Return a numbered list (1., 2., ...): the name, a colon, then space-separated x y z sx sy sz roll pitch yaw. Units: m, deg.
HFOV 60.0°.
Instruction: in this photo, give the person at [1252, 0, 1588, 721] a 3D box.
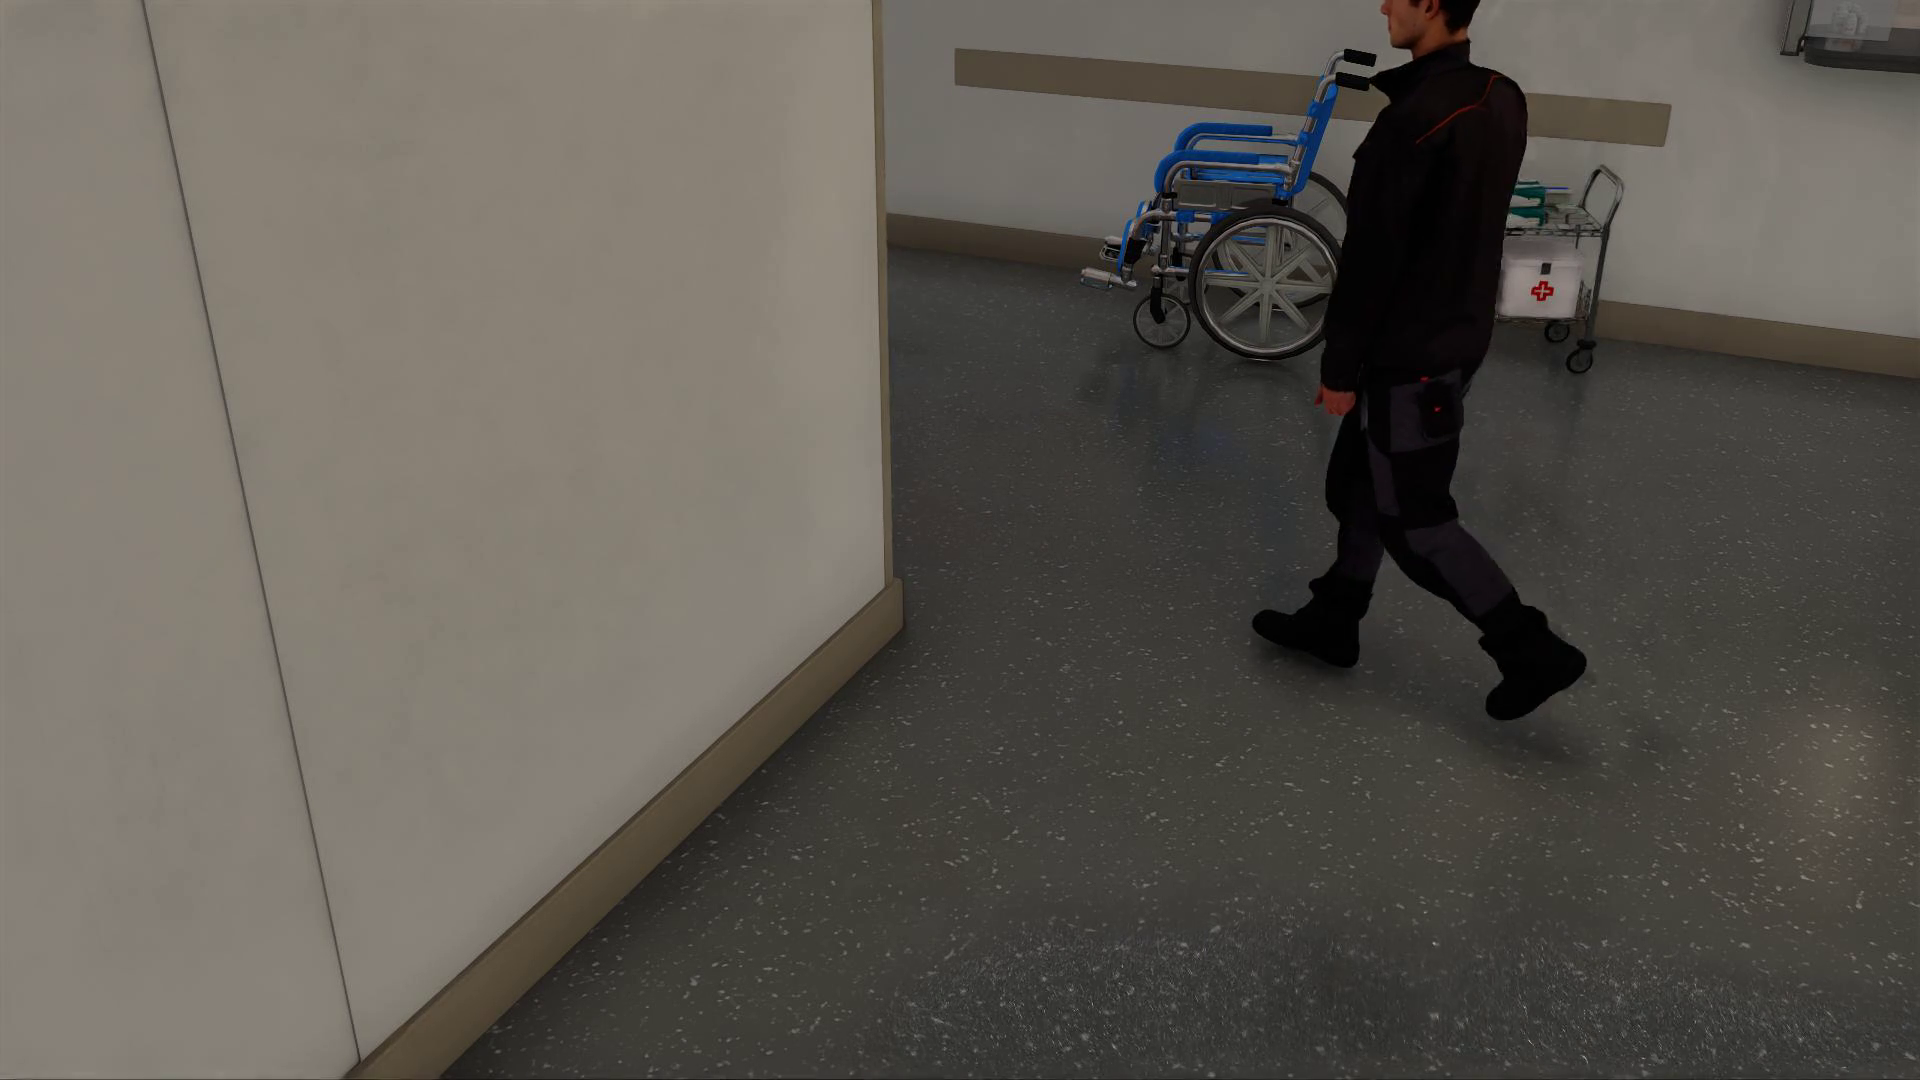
1. person: 1.194 -0.440 4.015 0.927 1.913 1.162 17 31 31
